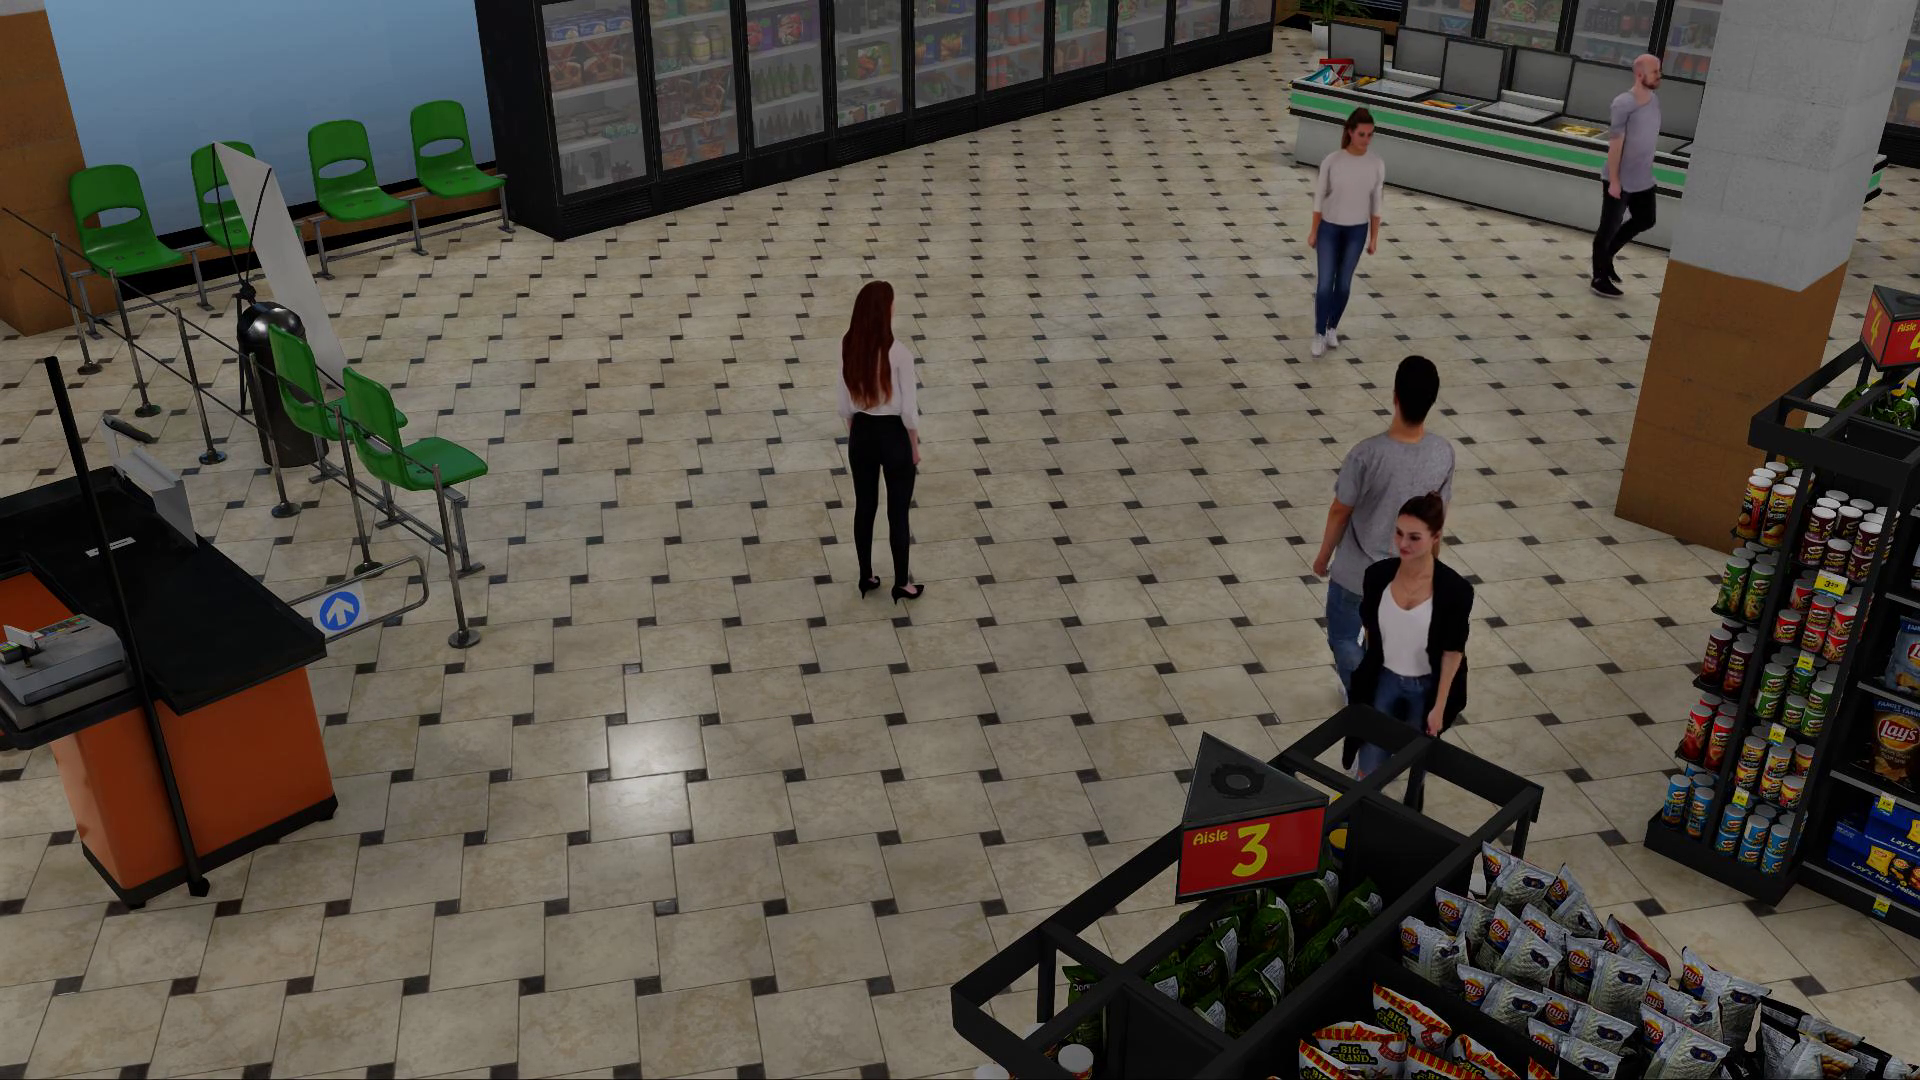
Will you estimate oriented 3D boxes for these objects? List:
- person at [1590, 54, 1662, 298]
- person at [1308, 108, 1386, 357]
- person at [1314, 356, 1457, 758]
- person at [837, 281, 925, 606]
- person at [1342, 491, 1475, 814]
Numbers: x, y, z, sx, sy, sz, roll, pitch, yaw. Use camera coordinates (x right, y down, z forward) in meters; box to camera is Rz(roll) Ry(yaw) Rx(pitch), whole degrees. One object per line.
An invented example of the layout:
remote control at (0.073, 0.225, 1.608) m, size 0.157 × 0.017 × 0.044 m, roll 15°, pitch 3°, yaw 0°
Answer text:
person at (4.970, -2.764, 12.600) m, size 0.726 × 1.824 × 0.722 m, roll -19°, pitch 34°, yaw -31°
person at (2.670, -2.166, 11.626) m, size 0.814 × 1.710 × 0.873 m, roll 2°, pitch 29°, yaw 4°
person at (1.851, 0.120, 7.274) m, size 1.002 × 1.867 × 1.145 m, roll -7°, pitch 29°, yaw -12°
person at (-0.403, -0.478, 8.482) m, size 0.551 × 1.759 × 0.710 m, roll 13°, pitch 31°, yaw 23°
person at (1.843, 0.561, 6.715) m, size 1.157 × 1.629 × 0.896 m, roll 15°, pitch 32°, yaw 25°
